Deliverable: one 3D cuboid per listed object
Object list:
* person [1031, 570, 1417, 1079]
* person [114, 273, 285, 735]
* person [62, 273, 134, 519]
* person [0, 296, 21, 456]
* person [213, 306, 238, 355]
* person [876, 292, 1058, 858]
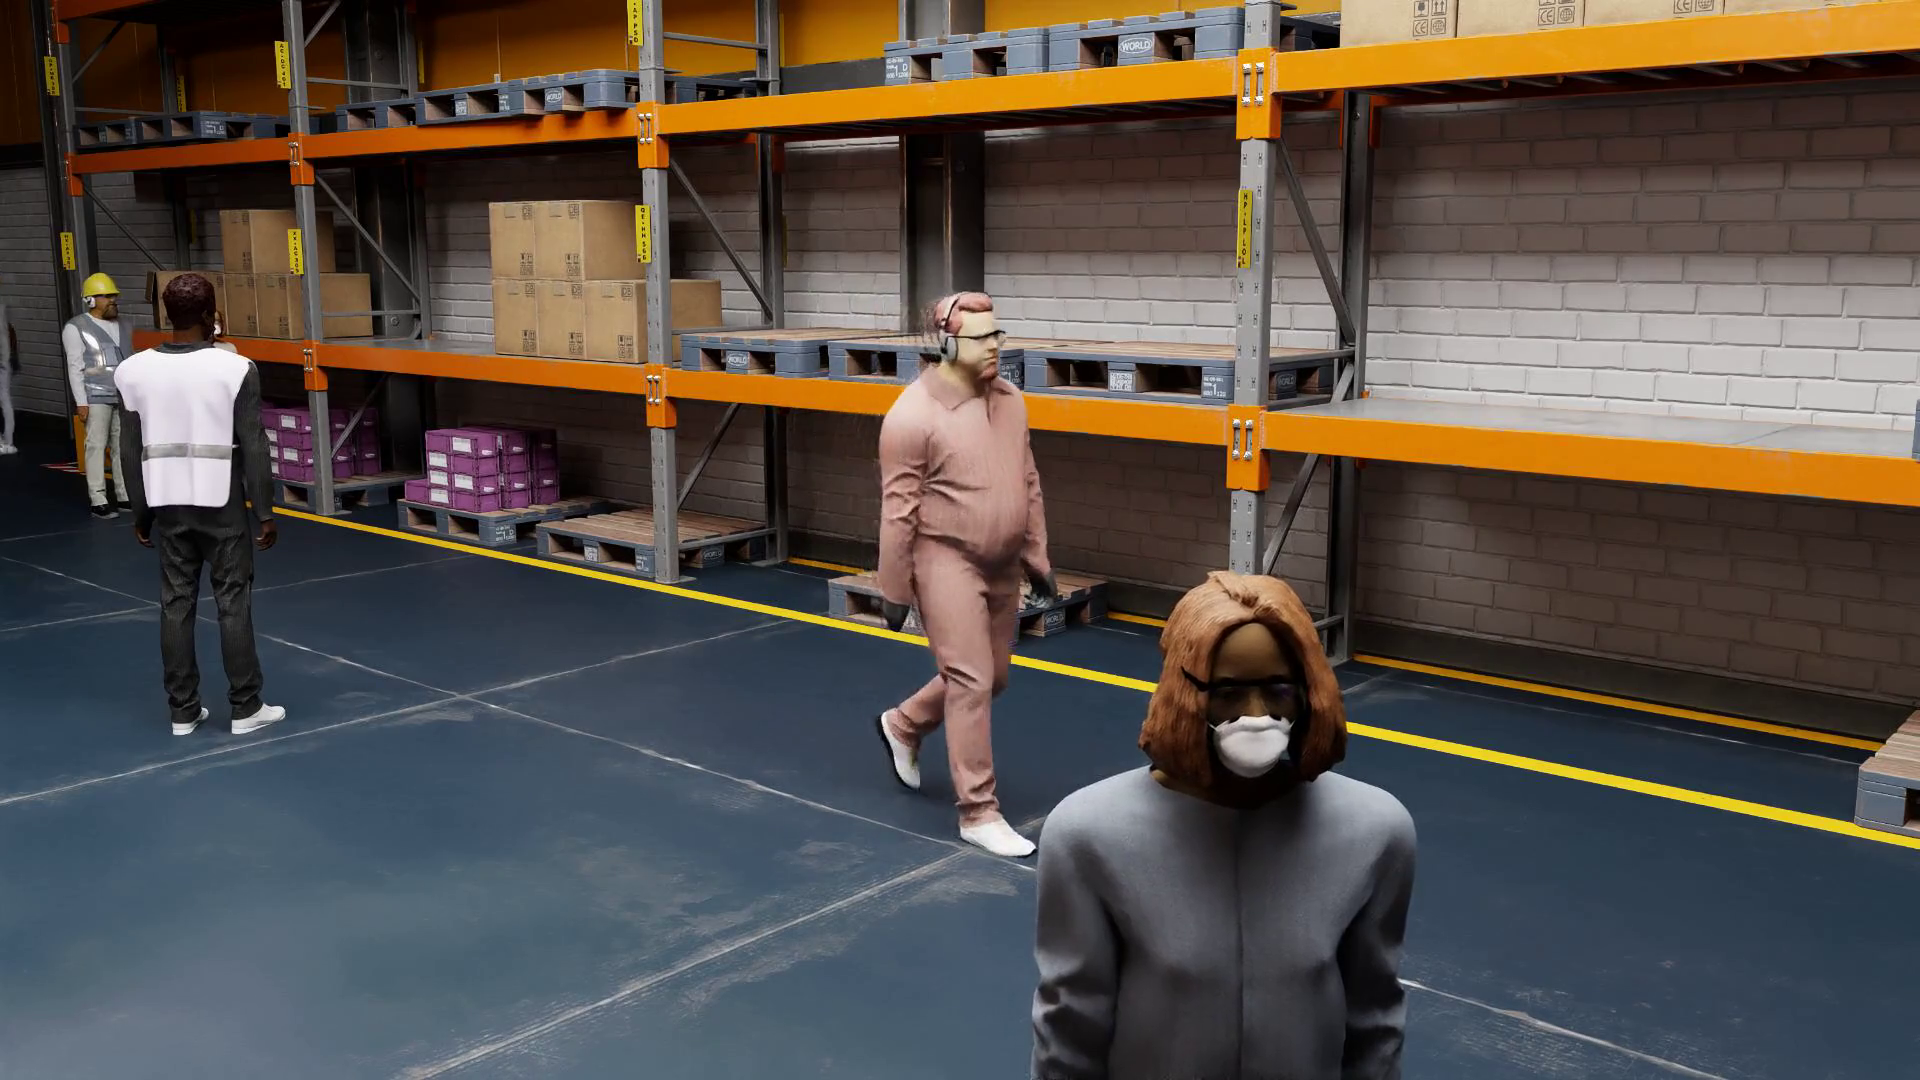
[{"bbox_3d":[0.338,0.840,2.157,0.501,1.633,0.286,-1,10,-7],"label":"person"},{"bbox_3d":[-3.152,-0.135,6.901,0.596,1.916,0.373,0,10,0],"label":"person"},{"bbox_3d":[-6.422,-1.087,12.550,0.404,1.837,0.592,4,11,20],"label":"person"},{"bbox_3d":[-9.425,-1.724,16.199,0.356,1.836,0.655,4,11,20],"label":"person"},{"bbox_3d":[-5.452,-0.901,12.108,0.283,1.629,0.499,6,12,33],"label":"person"},{"bbox_3d":[-0.032,0.092,5.708,0.782,1.883,0.635,8,13,39],"label":"person"}]
